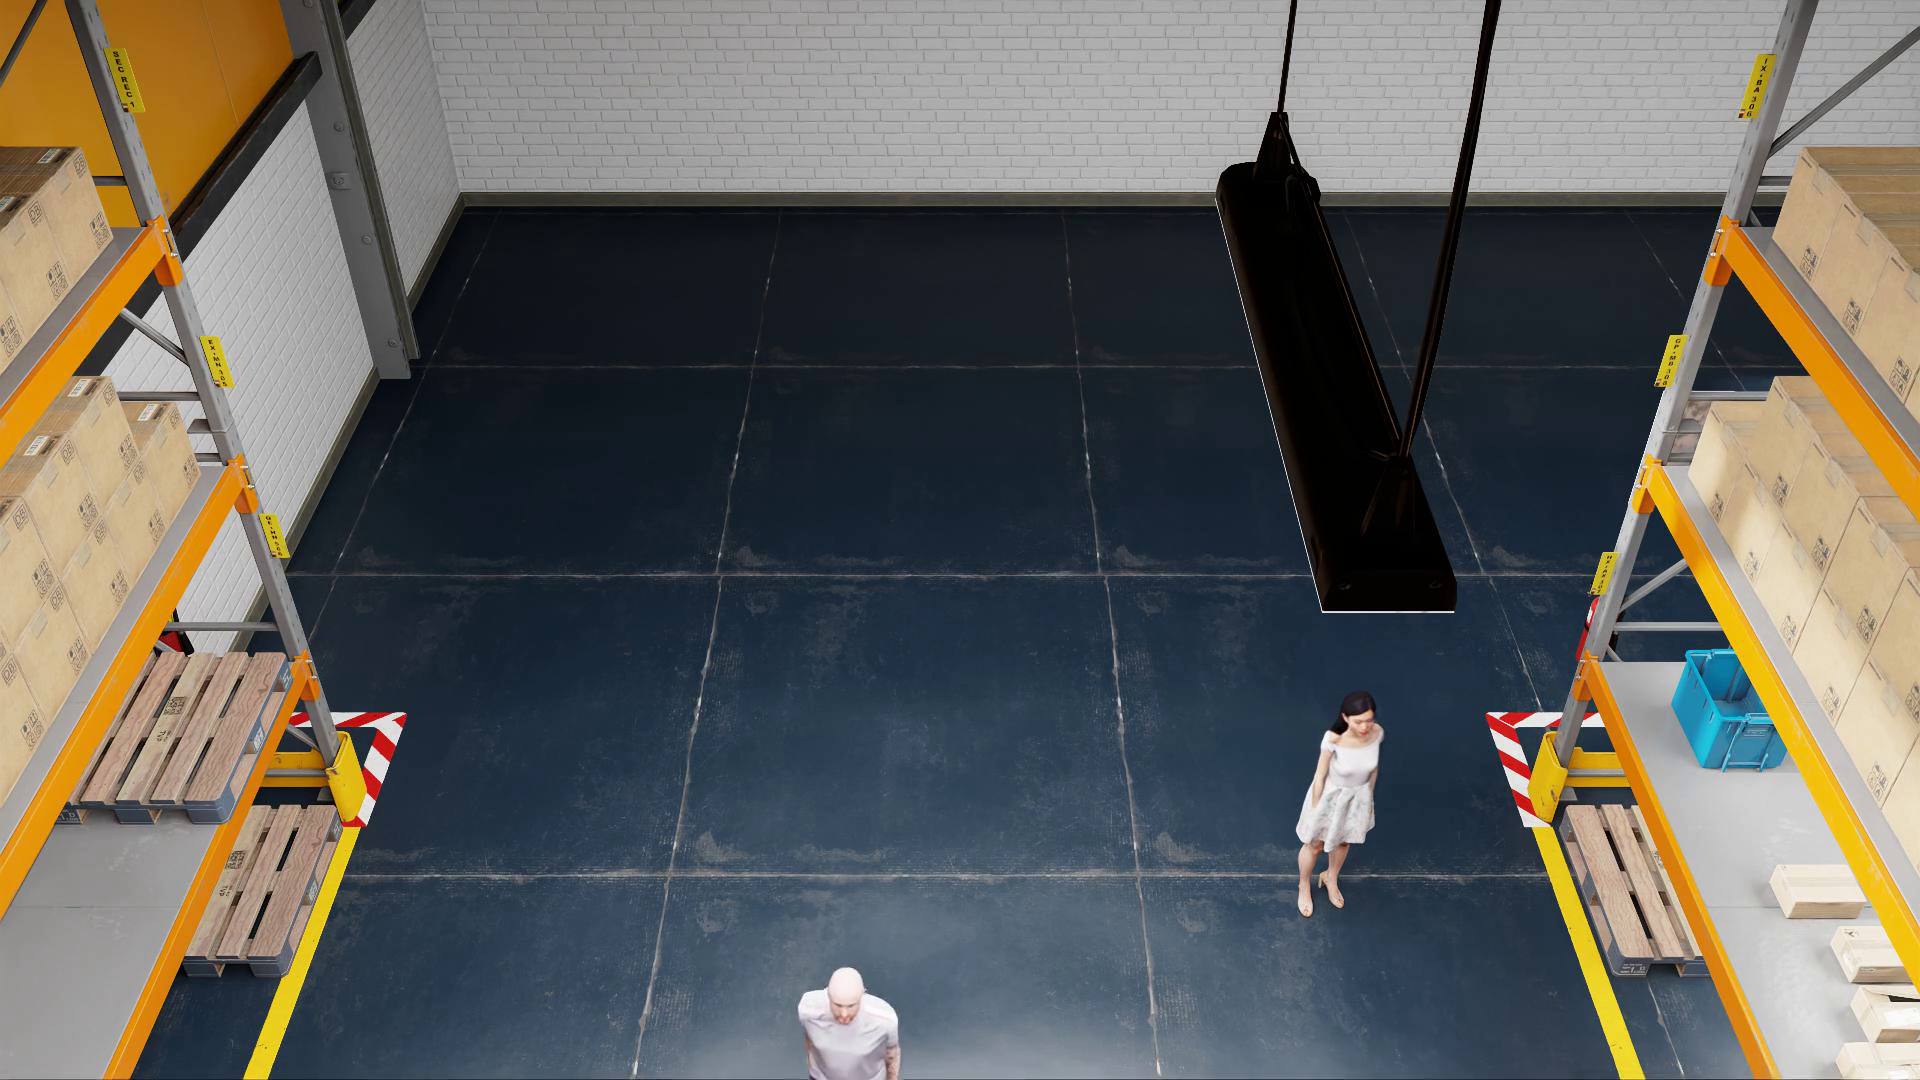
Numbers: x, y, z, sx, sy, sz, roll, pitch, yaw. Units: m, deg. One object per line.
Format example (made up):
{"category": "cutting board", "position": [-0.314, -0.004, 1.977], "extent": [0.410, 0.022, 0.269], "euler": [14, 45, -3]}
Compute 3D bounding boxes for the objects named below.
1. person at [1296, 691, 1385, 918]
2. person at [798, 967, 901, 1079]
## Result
{"category": "person", "position": [2.265, 1.576, 9.930], "extent": [0.721, 1.775, 0.727], "euler": [-10, 40, -13]}
{"category": "person", "position": [-0.546, 2.665, 8.559], "extent": [0.738, 1.783, 1.178], "euler": [4, 39, 5]}
